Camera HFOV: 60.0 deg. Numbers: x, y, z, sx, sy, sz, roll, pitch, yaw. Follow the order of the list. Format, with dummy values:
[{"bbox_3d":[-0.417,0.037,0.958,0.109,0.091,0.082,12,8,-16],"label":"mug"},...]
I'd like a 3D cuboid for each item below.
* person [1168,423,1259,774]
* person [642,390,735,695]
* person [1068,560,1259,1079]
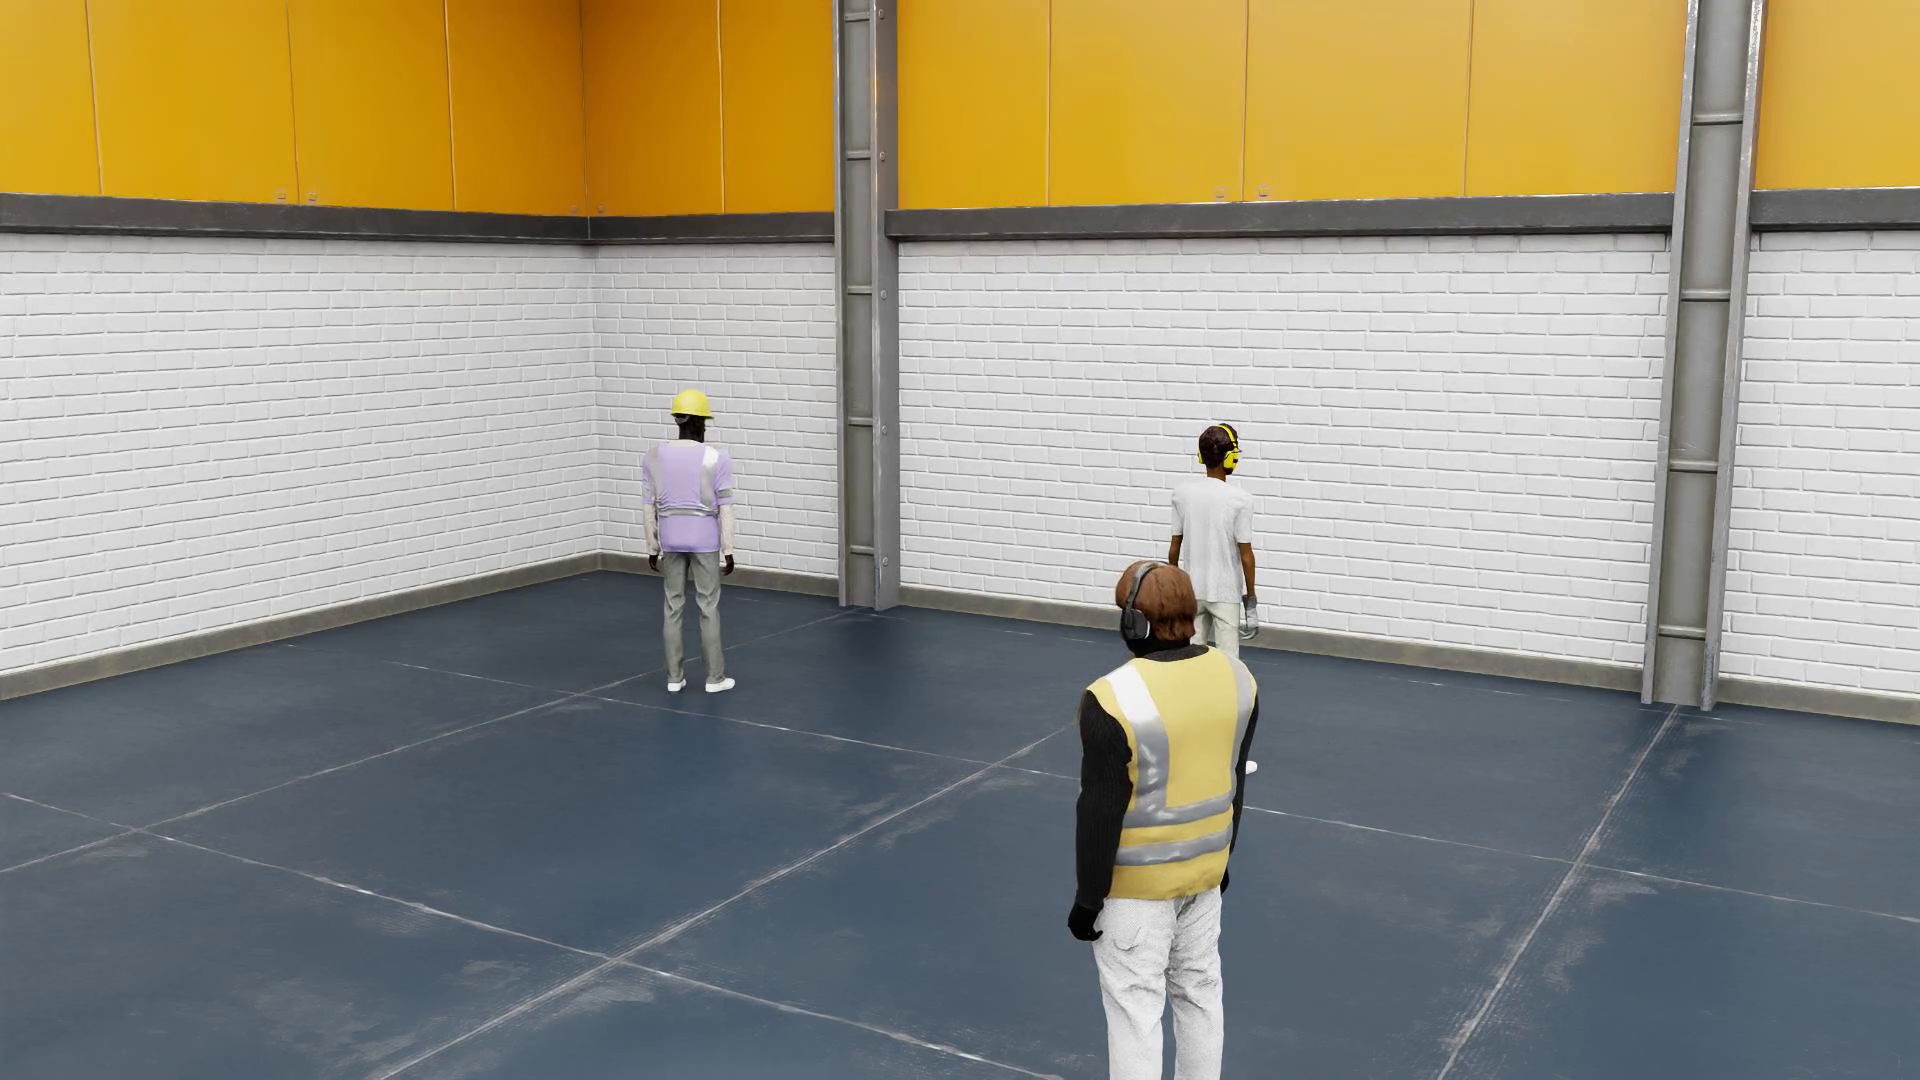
[{"bbox_3d":[1.343,0.319,8.764,0.532,1.870,0.319,7,12,38],"label":"person"},{"bbox_3d":[-1.696,0.019,10.476,0.590,1.920,0.390,2,9,9],"label":"person"},{"bbox_3d":[0.557,0.965,4.825,0.627,1.843,0.429,-7,11,-37],"label":"person"}]
